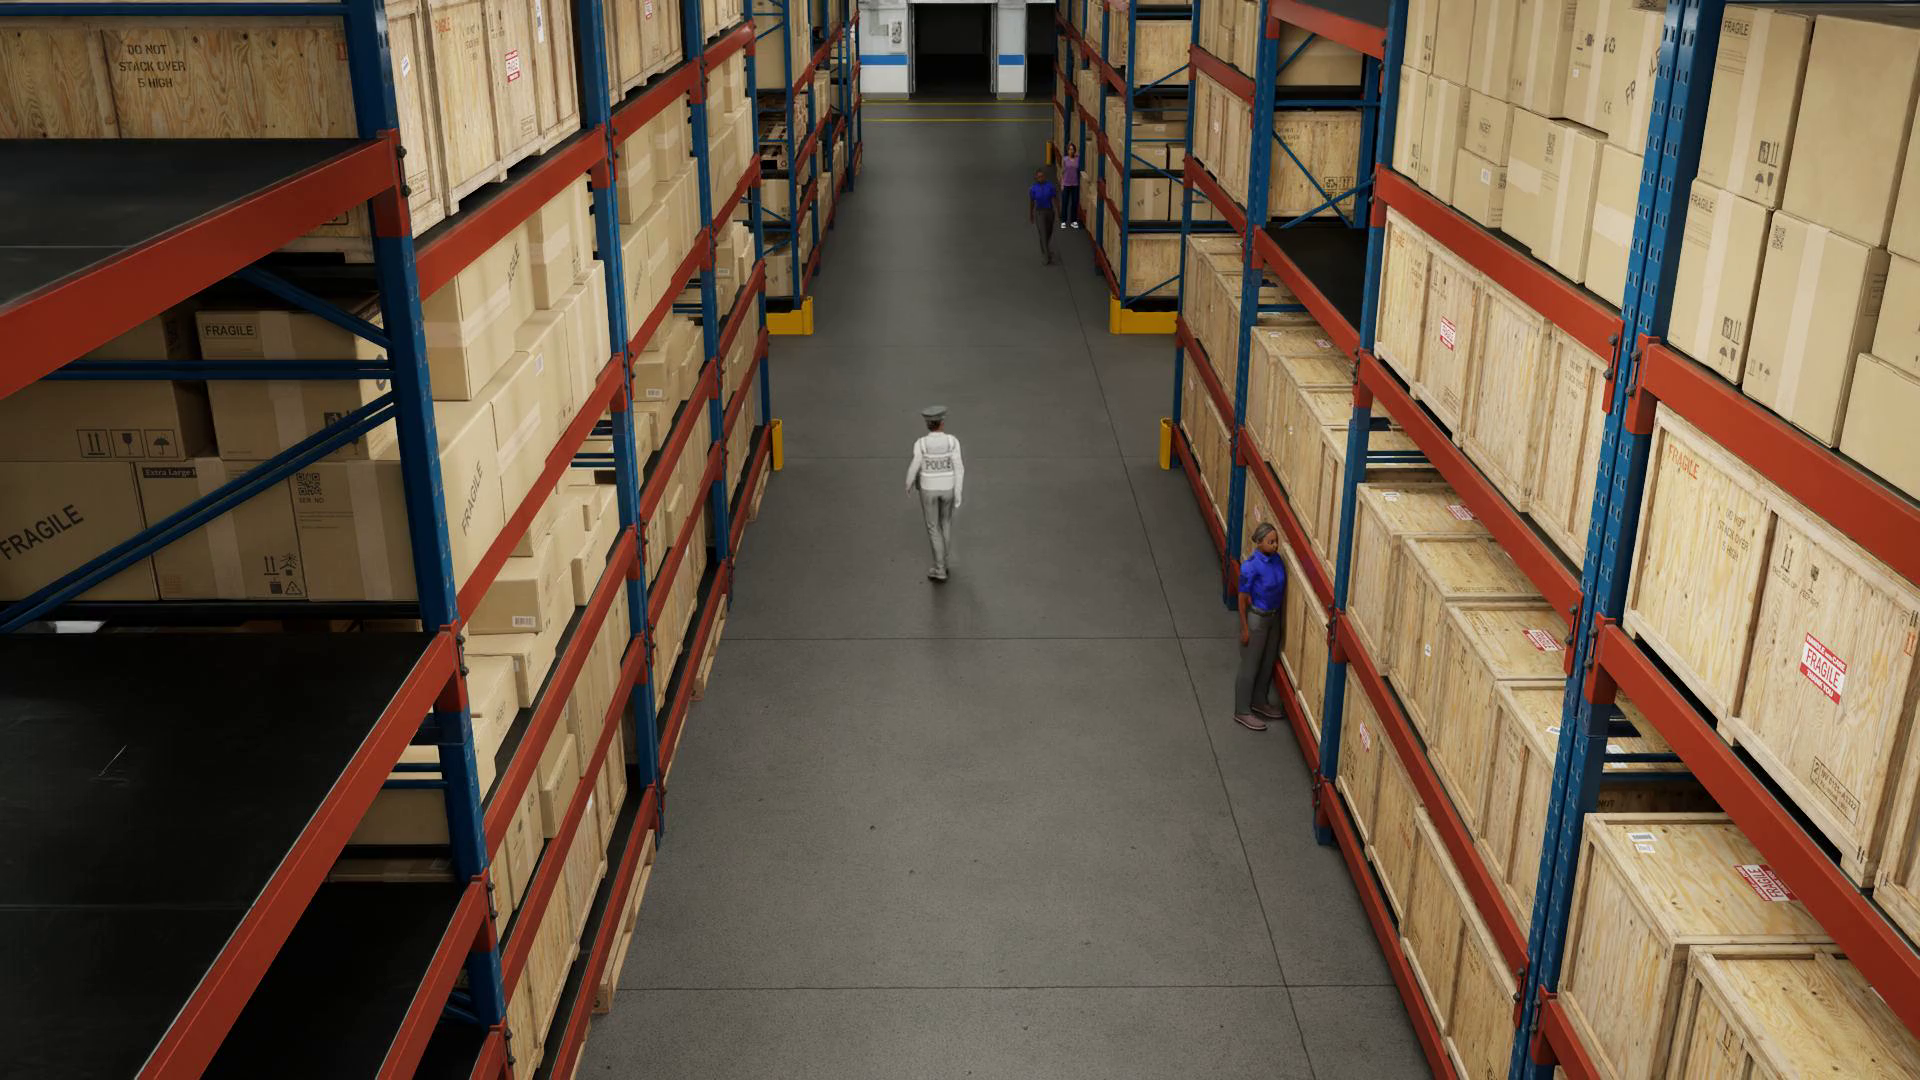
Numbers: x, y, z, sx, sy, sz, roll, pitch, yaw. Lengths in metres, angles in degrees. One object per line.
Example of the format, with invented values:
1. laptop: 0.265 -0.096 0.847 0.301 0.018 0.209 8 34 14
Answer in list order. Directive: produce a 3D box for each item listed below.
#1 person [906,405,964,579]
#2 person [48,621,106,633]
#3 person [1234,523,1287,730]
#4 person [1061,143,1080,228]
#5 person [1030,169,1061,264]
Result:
1. person: -0.262 -0.485 15.825 0.507 1.659 0.694 -7 23 -18
2. person: -6.699 0.667 12.832 0.563 1.779 0.706 5 22 11
3. person: 2.377 0.653 13.003 0.334 1.660 0.440 19 28 39
4. person: 2.135 -6.835 32.072 0.401 1.602 0.329 -4 22 -10
5. person: 1.494 -5.737 29.260 0.544 1.605 0.971 -6 22 -15
